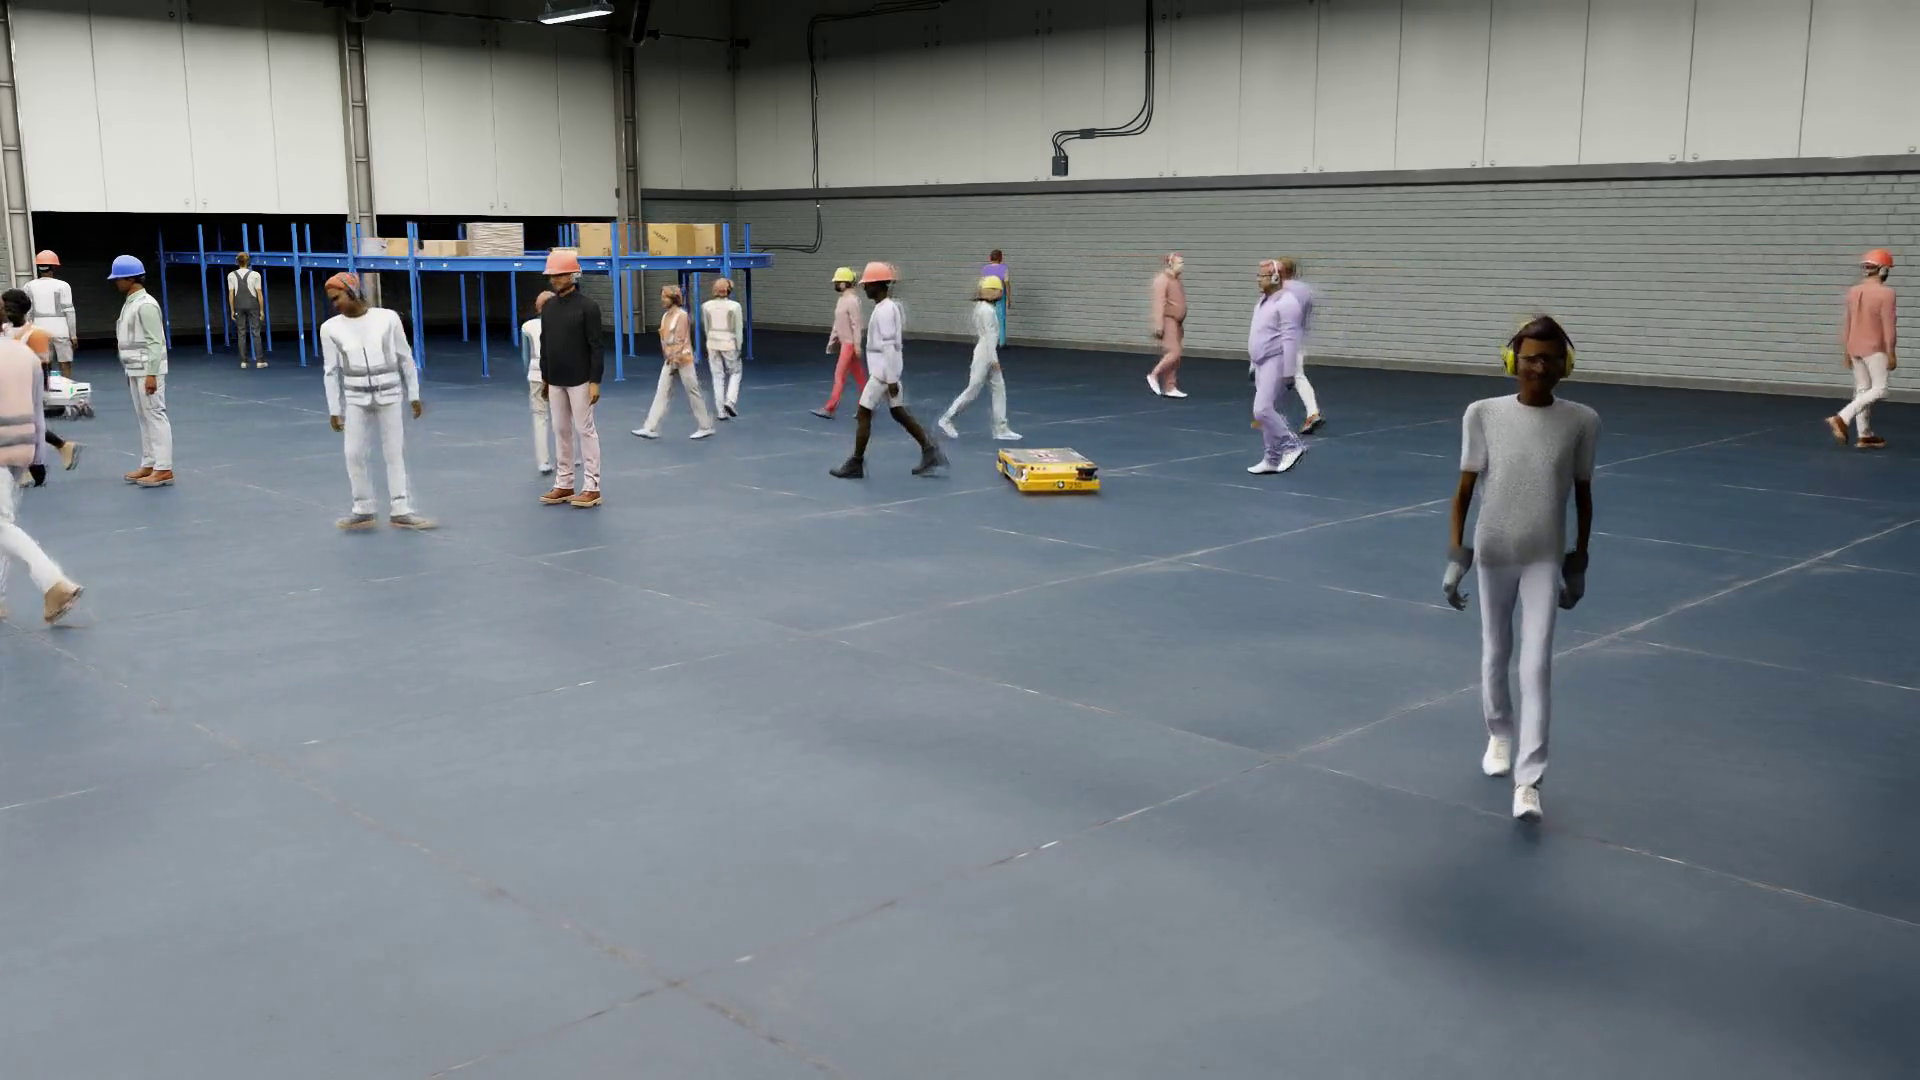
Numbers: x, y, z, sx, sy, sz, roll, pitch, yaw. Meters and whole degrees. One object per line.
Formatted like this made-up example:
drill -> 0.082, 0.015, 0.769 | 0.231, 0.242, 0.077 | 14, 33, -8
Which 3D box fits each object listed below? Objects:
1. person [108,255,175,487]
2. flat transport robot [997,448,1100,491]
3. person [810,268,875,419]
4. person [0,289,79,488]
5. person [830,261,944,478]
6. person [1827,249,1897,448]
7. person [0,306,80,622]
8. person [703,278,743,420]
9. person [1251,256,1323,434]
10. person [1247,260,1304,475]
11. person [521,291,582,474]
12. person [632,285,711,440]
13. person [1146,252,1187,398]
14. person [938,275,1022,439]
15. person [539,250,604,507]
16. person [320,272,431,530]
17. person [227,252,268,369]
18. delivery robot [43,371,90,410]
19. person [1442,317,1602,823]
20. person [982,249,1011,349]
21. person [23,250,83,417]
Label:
person -> -6.941, -1.434, 14.119 | 0.402, 1.941, 0.602 | -9, 13, -39
flat transport robot -> 0.743, -0.626, 14.385 | 0.652, 0.197, 1.431 | -1, 10, -7
person -> -1.361, -2.248, 19.113 | 0.878, 1.730, 0.523 | -3, 11, -18
person -> -7.833, -1.301, 14.106 | 0.529, 1.668, 0.647 | 6, 12, 28
person -> -0.620, -1.493, 14.593 | 0.987, 1.894, 0.548 | 1, 10, 4
person -> 8.977, -1.889, 16.486 | 0.672, 1.979, 0.632 | -2, 11, -9
person -> -5.233, -0.444, 9.081 | 0.861, 1.812, 0.632 | 2, 11, 9
person -> -2.712, -2.198, 19.155 | 0.511, 1.624, 0.377 | 3, 11, 15
person -> 3.542, -2.097, 17.874 | 0.630, 1.904, 0.974 | -6, 12, -28
person -> 2.735, -1.519, 14.711 | 0.414, 1.895, 0.644 | -2, 11, -8
person -> -3.672, -1.421, 14.958 | 0.513, 1.608, 0.711 | 1, 10, 3
person -> -2.954, -1.819, 17.156 | 0.856, 1.591, 0.525 | -8, 13, -37
person -> 2.748, -2.793, 21.645 | 0.453, 1.892, 0.670 | 5, 12, 27
person -> 0.198, -1.899, 17.304 | 0.839, 1.701, 0.499 | 1, 10, 5
person -> -3.066, -1.261, 13.030 | 0.626, 1.991, 0.393 | 6, 12, 32
person -> -4.181, -0.985, 11.932 | 0.699, 1.858, 0.347 | -3, 11, -14
person -> -11.380, -3.665, 26.548 | 0.506, 1.847, 0.350 | -2, 11, -9
delivery robot -> -10.506, -1.725, 19.347 | 0.707, 0.478, 0.477 | 2, 11, 13
person -> 2.090, 0.080, 6.216 | 0.517, 1.817, 0.994 | 4, 11, 21
person -> 0.673, -4.508, 31.132 | 0.565, 1.849, 0.390 | 5, 11, 23
person -> -10.612, -2.414, 19.480 | 0.548, 1.935, 0.362 | -1, 10, -3
